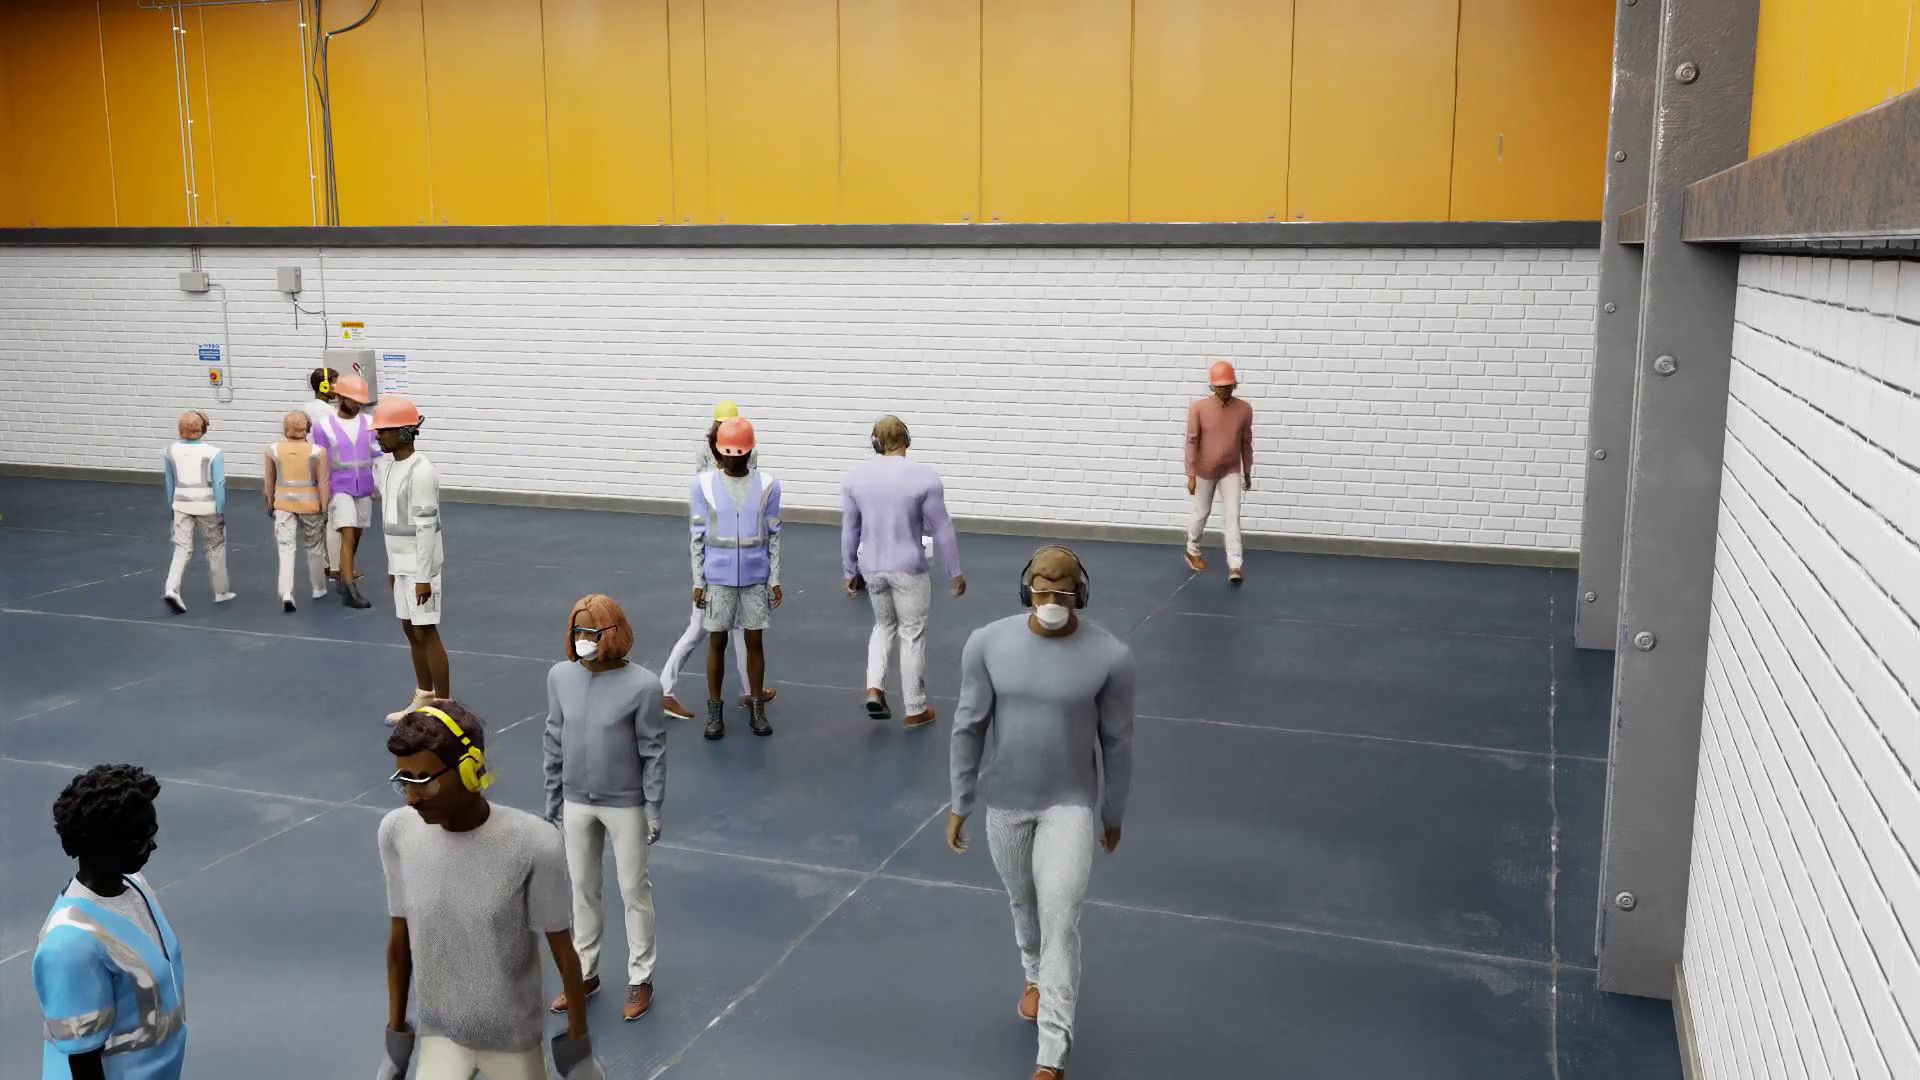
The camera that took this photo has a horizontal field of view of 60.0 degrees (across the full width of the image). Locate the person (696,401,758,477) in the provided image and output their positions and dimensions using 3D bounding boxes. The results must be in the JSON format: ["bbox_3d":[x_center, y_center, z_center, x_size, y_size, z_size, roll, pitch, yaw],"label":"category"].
[{"bbox_3d":[-1.780,-0.202,12.796,0.487,1.744,0.294,-4,11,-19],"label":"person"}]

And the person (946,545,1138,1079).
[{"bbox_3d":[0.294,0.948,5.935,0.642,1.896,0.986,3,11,16],"label":"person"}]

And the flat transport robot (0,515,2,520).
[{"bbox_3d":[-10.783,-0.239,17.146,1.431,0.197,0.652,0,10,-1],"label":"flat transport robot"}]

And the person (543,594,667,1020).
[{"bbox_3d":[-1.349,1.005,6.305,0.499,1.634,0.279,3,10,16],"label":"person"}]

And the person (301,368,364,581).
[{"bbox_3d":[-5.531,-0.575,14.559,0.517,1.865,0.328,8,13,37],"label":"person"}]

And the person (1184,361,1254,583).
[{"bbox_3d":[2.262,-0.615,14.606,0.666,1.935,1.047,-1,10,-8],"label":"person"}]

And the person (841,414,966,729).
[{"bbox_3d":[-0.362,0.206,10.052,0.737,1.907,0.455,5,11,25],"label":"person"}]

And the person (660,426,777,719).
[{"bbox_3d":[-1.551,0.199,10.343,0.897,1.826,0.505,-9,13,-40],"label":"person"}]

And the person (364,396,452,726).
[{"bbox_3d":[-3.313,0.155,9.988,0.392,2.038,0.606,-7,12,-36],"label":"person"}]

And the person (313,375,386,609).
[{"bbox_3d":[-5.041,-0.429,13.706,0.553,1.884,0.936,-9,14,-42],"label":"person"}]

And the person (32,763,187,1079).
[{"bbox_3d":[-2.053,1.372,4.075,0.320,1.693,0.531,-3,10,-14],"label":"person"}]

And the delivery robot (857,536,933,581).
[{"bbox_3d":[-0.555,0.105,14.151,0.477,0.478,0.707,9,13,41],"label":"delivery robot"}]

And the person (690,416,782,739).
[{"bbox_3d":[-1.319,0.224,9.878,0.542,1.928,0.374,-2,10,-13],"label":"person"}]

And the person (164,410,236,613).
[{"bbox_3d":[-6.164,-0.231,13.356,0.521,1.613,0.789,0,10,2],"label":"person"}]

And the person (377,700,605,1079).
[{"bbox_3d":[-1.205,1.286,4.180,0.595,1.824,0.749,2,10,9],"label":"person"}]

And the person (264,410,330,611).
[{"bbox_3d":[-5.360,-0.247,13.450,0.527,1.602,0.824,-2,10,-12],"label":"person"}]
